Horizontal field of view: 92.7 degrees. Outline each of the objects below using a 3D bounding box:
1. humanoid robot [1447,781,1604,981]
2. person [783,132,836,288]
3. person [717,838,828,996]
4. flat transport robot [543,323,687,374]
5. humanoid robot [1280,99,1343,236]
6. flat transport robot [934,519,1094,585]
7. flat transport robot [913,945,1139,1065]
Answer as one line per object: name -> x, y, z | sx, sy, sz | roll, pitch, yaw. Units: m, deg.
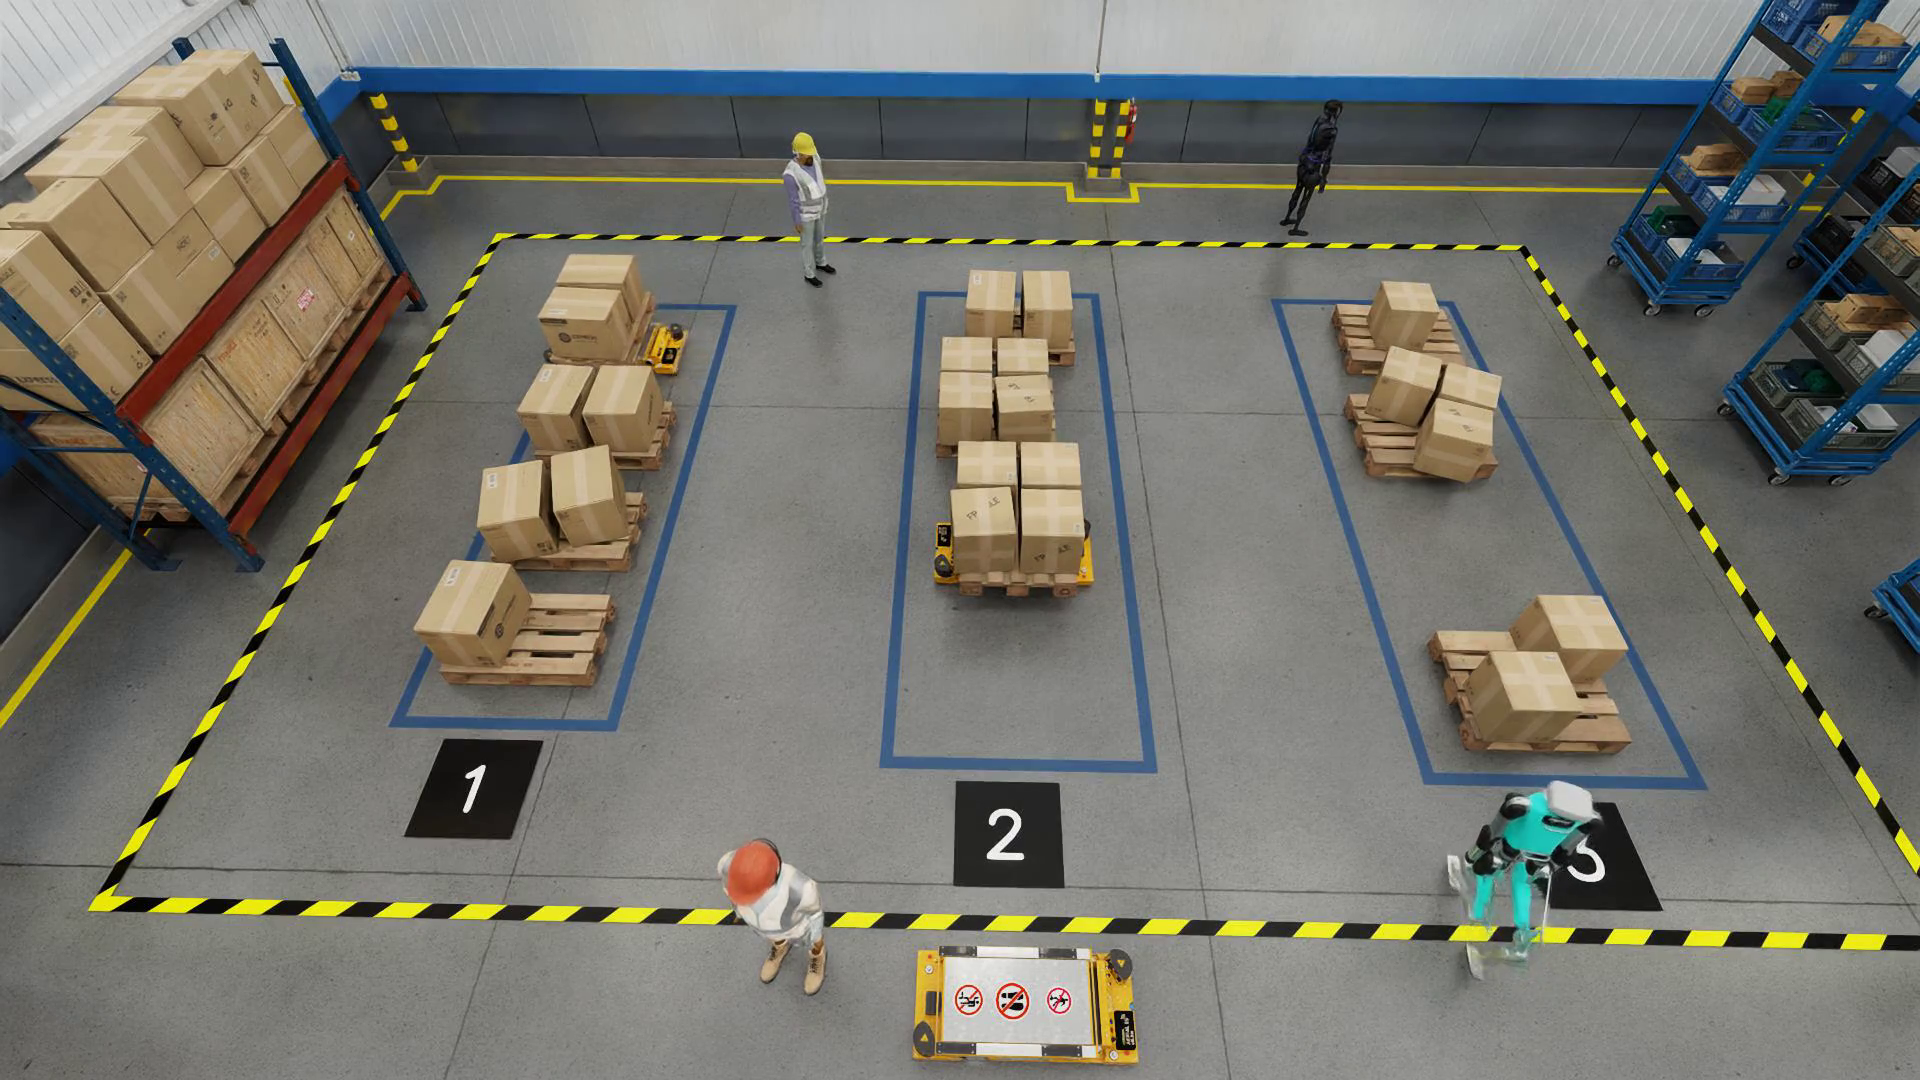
humanoid robot -> 3.470, 2.217, 5.753 | 0.549, 1.740, 1.047 | 10, 51, 8
person -> -1.718, -3.812, 10.586 | 0.404, 1.827, 0.598 | 23, 54, 18
person -> -1.093, 2.271, 5.489 | 0.604, 2.048, 0.366 | 13, 52, 10
flat transport robot -> -3.844, -2.154, 10.223 | 1.431, 0.197, 0.652 | 1, 51, 1
humanoid robot -> 4.359, -4.611, 11.326 | 0.315, 1.657, 0.599 | -7, 51, -6
flat transport robot -> 0.490, 0.087, 8.397 | 1.431, 0.197, 0.652 | 1, 51, 1
flat transport robot -> 0.422, 3.041, 6.007 | 1.431, 0.231, 0.659 | 1, 51, 1
